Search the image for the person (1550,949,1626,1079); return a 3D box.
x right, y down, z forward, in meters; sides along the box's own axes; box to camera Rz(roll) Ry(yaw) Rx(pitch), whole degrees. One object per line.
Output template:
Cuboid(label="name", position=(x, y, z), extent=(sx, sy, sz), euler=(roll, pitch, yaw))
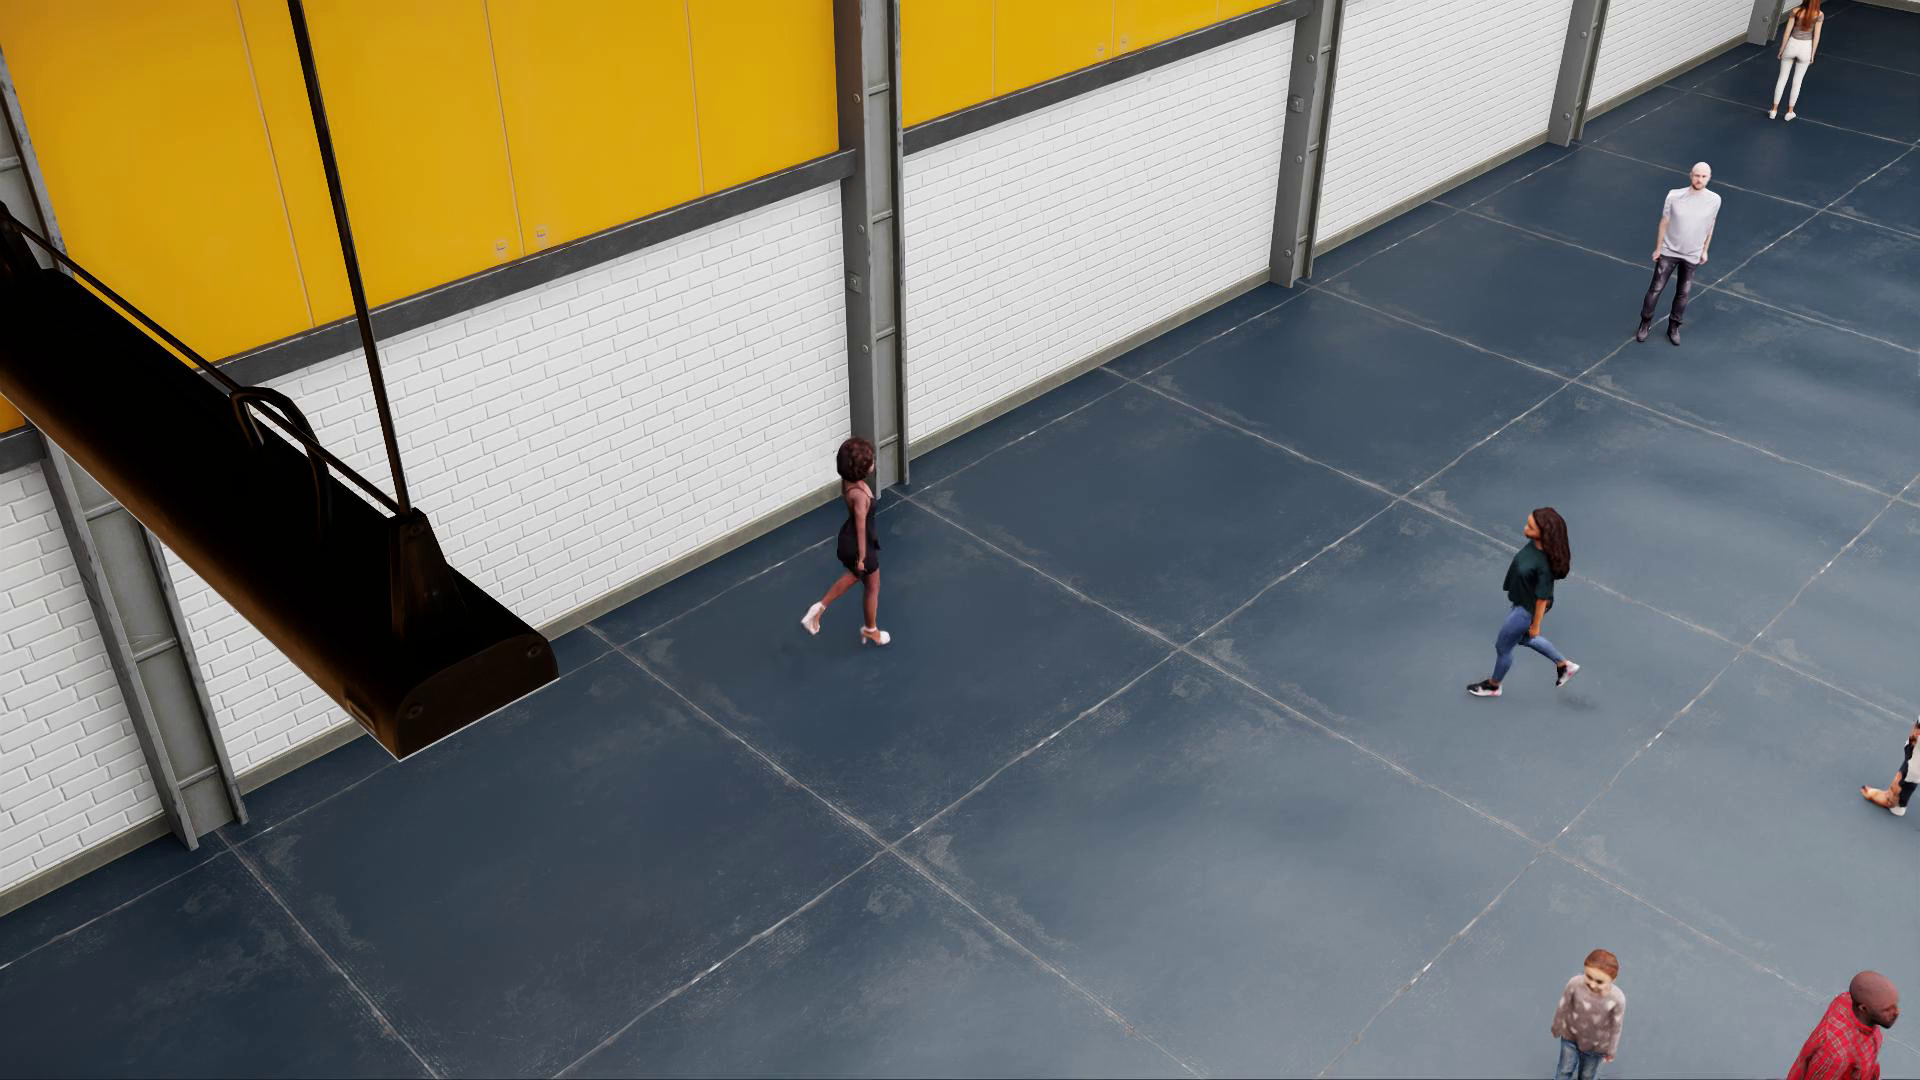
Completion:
Cuboid(label="person", position=(3.318, 2.576, 8.771), extent=(0.551, 1.189, 0.664), euler=(21, 39, 28))

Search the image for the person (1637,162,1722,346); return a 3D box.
Cuboid(label="person", position=(7.071, -2.825, 16.315), extent=(0.756, 1.832, 0.762), euler=(8, 34, 11))

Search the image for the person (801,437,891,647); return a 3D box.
Cuboid(label="person", position=(-0.815, 0.065, 12.020), extent=(0.965, 1.774, 0.768), euler=(-11, 35, -17))

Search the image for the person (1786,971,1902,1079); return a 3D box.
Cuboid(label="person", position=(4.062, 2.693, 8.057), extent=(0.827, 1.784, 1.110), euler=(23, 40, 30))

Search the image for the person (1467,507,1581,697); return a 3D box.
Cuboid(label="person", position=(4.031, 0.478, 11.560), extent=(1.004, 1.595, 0.994), euler=(4, 34, 6))

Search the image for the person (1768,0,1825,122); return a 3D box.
Cuboid(label="person", position=(10.944, -6.373, 21.750), extent=(0.639, 1.724, 0.603), euler=(17, 37, 24))
